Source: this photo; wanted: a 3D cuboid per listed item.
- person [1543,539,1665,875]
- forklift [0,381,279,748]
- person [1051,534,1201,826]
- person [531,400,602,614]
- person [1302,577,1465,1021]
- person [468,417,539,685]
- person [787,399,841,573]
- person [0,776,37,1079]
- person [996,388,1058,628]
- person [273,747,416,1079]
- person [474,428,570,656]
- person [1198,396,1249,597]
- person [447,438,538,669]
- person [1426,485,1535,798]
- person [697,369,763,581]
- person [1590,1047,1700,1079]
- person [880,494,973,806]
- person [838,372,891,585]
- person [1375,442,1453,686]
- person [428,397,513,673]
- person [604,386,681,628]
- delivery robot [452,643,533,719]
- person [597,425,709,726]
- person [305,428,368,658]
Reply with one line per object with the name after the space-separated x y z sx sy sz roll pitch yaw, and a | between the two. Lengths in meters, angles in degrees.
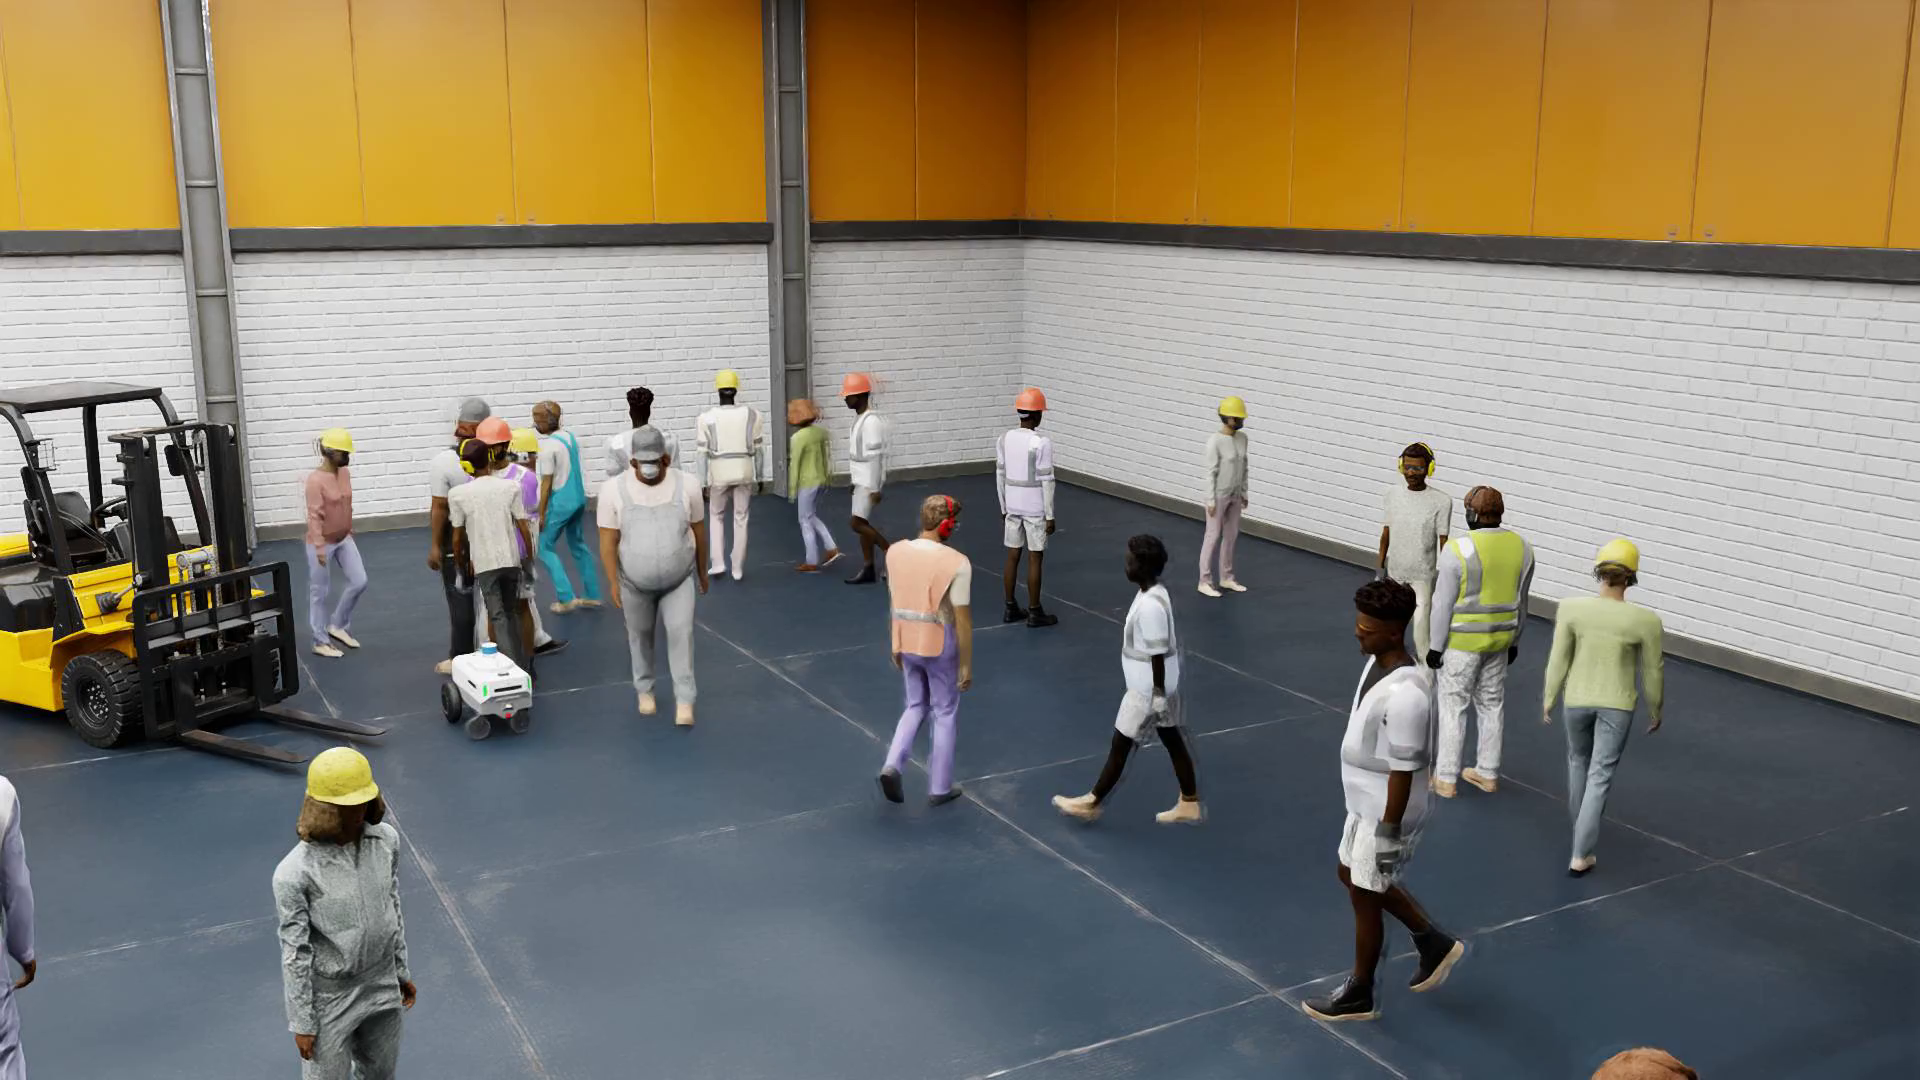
3.404 0.839 8.740 0.555 1.724 0.836 8 15 34 | person
-5.853 0.085 11.199 2.313 2.155 1.214 7 14 28 | forklift
0.952 0.784 9.167 0.864 1.651 0.552 2 12 8 | person
-3.261 -0.257 13.705 0.459 1.812 0.573 3 12 12 | person
1.810 1.100 6.996 0.610 1.951 0.634 1 12 4 | person
-3.244 0.090 11.783 0.545 1.938 0.362 3 12 14 | person
-1.377 -0.493 15.268 0.413 1.612 0.531 5 13 22 | person
-3.399 1.437 5.544 0.596 1.912 0.392 -10 15 -38 | person
0.559 -0.261 13.432 0.552 1.934 0.364 11 16 41 | person
-2.013 1.519 5.543 0.319 1.742 0.492 6 14 28 | person
-3.284 0.072 12.284 0.781 1.778 0.615 -7 14 -29 | person
2.323 -0.377 14.415 0.533 1.756 0.372 -11 16 -41 | person
-3.240 0.199 11.538 0.550 1.823 0.700 -7 14 -31 | person
3.006 0.591 9.696 0.638 1.831 0.429 -5 13 -21 | person
-2.074 -0.589 15.027 0.610 1.907 0.519 -3 12 -14 | person
1.609 1.940 3.861 0.694 1.604 0.527 6 13 26 | person
-0.219 0.652 9.424 0.601 1.816 0.565 8 14 32 | person
-0.827 -0.534 14.760 0.497 1.916 0.575 -3 12 -15 | person
3.029 0.259 11.187 0.519 1.860 0.323 10 16 39 | person
-3.594 -0.052 12.205 0.752 2.000 0.540 -11 17 -43 | person
-2.517 -0.245 13.281 0.603 1.966 0.372 -3 13 -16 | person
-3.081 0.920 10.935 0.477 0.478 0.707 -8 14 -32 | delivery robot
-2.002 0.218 10.940 0.710 2.000 0.886 -3 12 -12 | person
-4.733 0.023 12.536 0.400 1.737 0.566 5 13 20 | person
